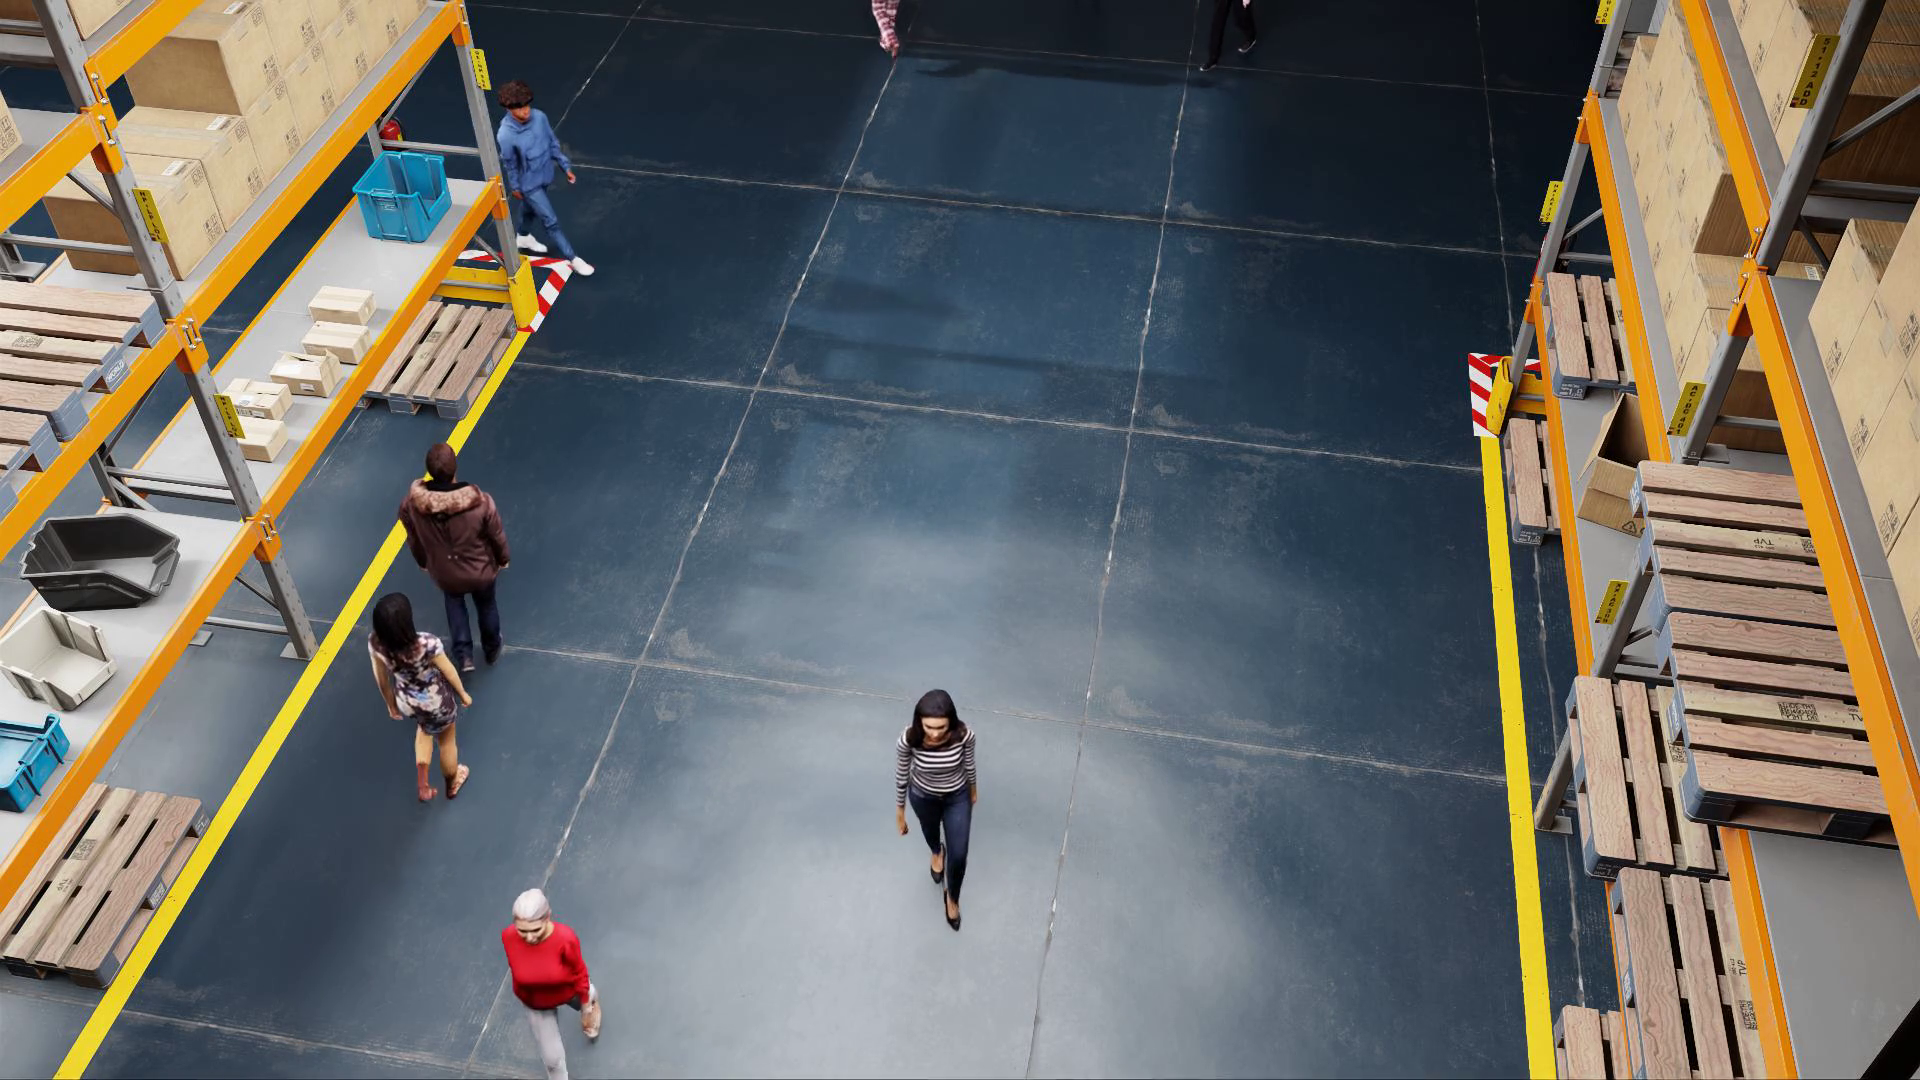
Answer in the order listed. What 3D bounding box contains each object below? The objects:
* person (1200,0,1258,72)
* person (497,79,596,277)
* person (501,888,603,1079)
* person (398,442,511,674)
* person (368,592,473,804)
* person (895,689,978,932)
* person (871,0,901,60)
[{"bbox_3d":[2.838,-5.605,16.676,0.983,1.705,1.202,31,52,29],"label":"person"},{"bbox_3d":[-3.653,-3.072,13.982,1.003,1.752,1.204,19,47,18],"label":"person"},{"bbox_3d":[-2.038,2.236,8.490,0.746,1.642,1.216,-2,44,-3],"label":"person"},{"bbox_3d":[-3.157,0.194,10.493,0.861,1.836,0.885,-3,44,-3],"label":"person"},{"bbox_3d":[-3.157,0.995,9.734,0.592,1.724,0.661,6,44,6],"label":"person"},{"bbox_3d":[-0.124,1.377,9.302,0.728,1.765,0.869,-3,44,-3],"label":"person"},{"bbox_3d":[-0.714,-5.626,16.717,0.871,1.679,0.977,-16,46,-16],"label":"person"}]
